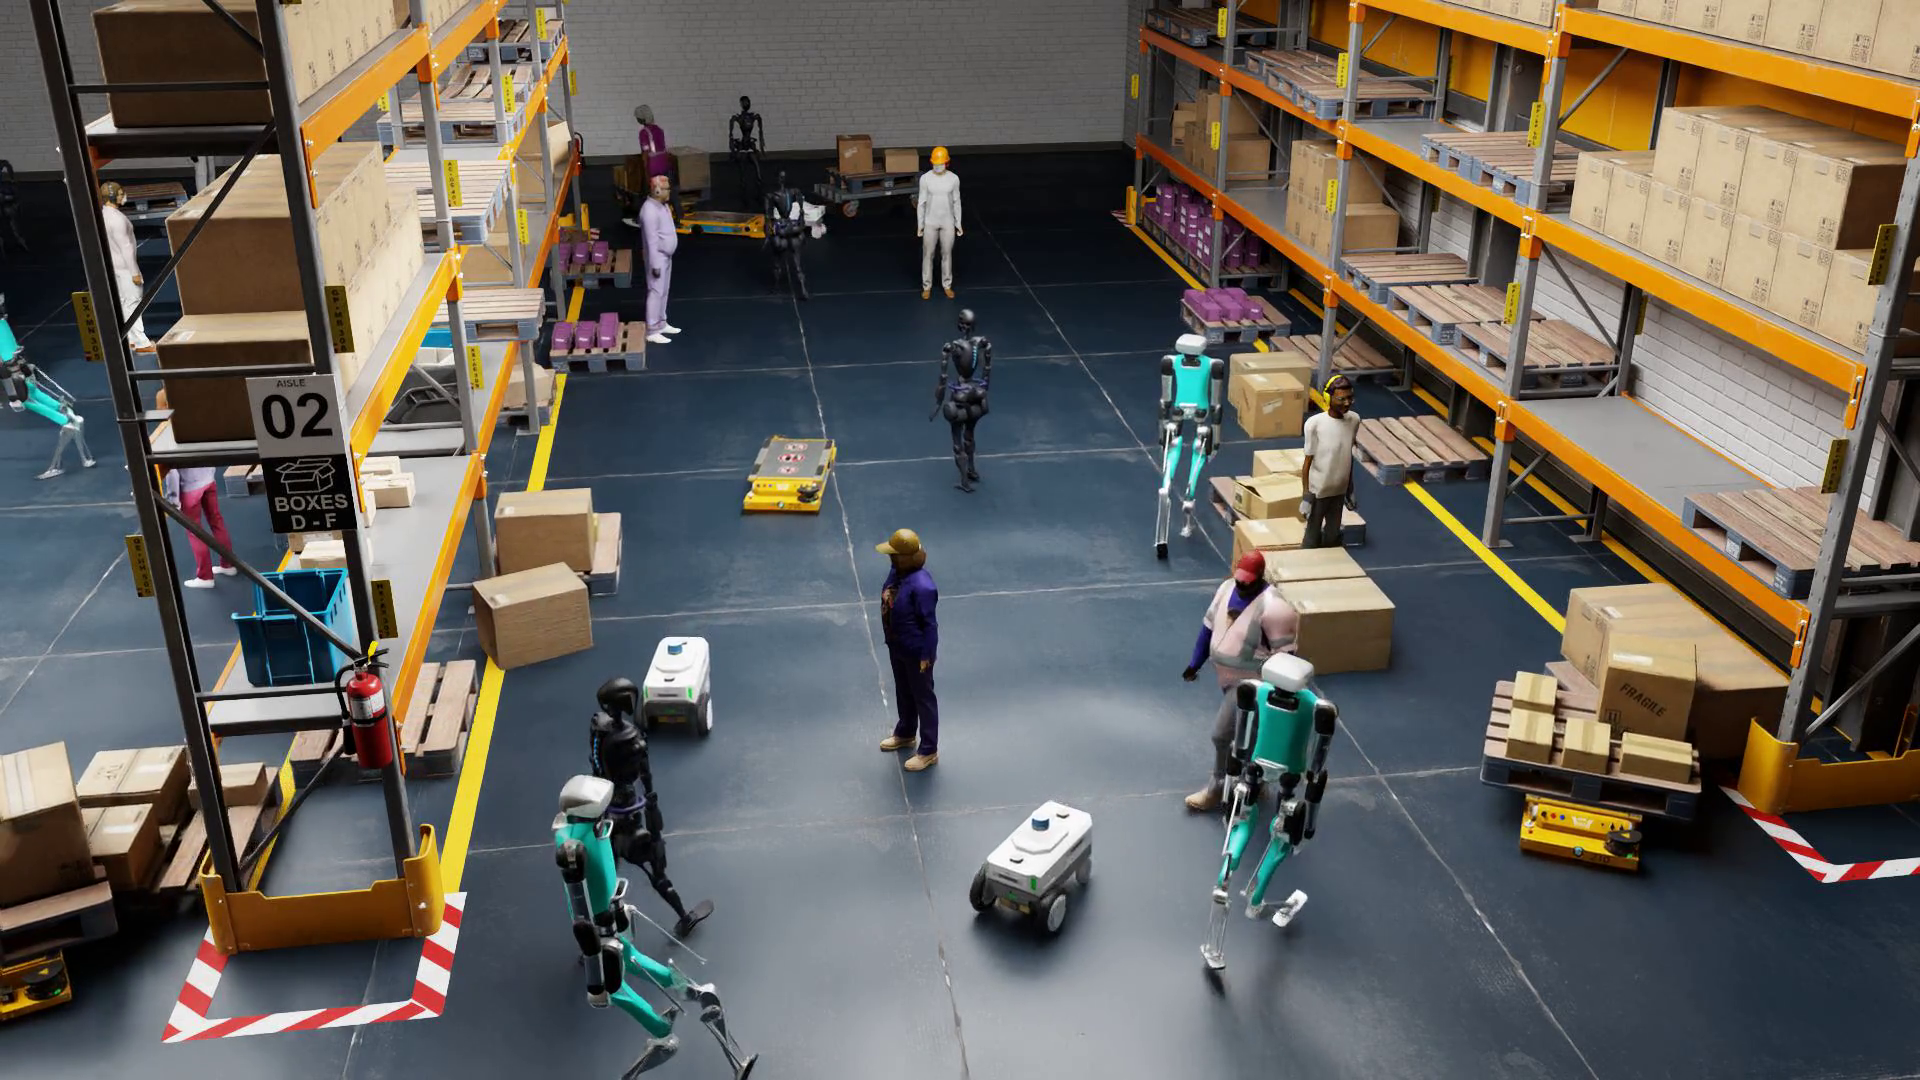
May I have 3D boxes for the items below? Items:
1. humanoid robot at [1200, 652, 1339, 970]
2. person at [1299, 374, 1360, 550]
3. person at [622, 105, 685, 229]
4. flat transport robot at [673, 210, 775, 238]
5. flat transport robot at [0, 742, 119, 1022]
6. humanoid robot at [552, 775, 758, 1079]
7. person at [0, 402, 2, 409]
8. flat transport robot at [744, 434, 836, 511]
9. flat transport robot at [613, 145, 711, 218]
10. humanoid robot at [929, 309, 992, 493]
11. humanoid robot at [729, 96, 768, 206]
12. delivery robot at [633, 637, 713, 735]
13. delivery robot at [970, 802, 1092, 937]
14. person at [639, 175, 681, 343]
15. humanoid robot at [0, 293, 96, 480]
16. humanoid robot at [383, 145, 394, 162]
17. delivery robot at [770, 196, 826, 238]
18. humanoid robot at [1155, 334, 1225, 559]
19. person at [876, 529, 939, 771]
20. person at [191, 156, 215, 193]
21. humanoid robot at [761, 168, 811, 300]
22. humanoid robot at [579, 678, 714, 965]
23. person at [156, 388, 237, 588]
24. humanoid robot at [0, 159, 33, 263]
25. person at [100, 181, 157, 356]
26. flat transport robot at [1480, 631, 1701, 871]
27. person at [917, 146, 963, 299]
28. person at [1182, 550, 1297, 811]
[{"bbox_3d":[1.523,1.474,8.513,0.540,1.735,1.059,14,27,29],"label":"humanoid robot"},{"bbox_3d":[2.766,-0.343,12.469,0.508,1.872,0.328,-12,27,-26],"label":"person"},{"bbox_3d":[-4.435,-5.372,24.025,0.967,1.790,0.598,13,27,26],"label":"person"},{"bbox_3d":[-3.397,-4.570,24.089,1.431,0.231,0.659,6,24,13],"label":"flat transport robot"},{"bbox_3d":[-5.178,2.109,8.873,0.659,0.231,1.431,-14,27,-28],"label":"flat transport robot"},{"bbox_3d":[-1.317,1.874,7.596,0.946,1.767,0.547,0,24,-1],"label":"humanoid robot"},{"bbox_3d":[-10.059,-2.241,16.692,0.488,1.953,0.417,-15,28,-31],"label":"person"},{"bbox_3d":[-1.524,-0.614,15.077,0.659,0.231,1.431,1,24,2],"label":"flat transport robot"},{"bbox_3d":[-4.536,-5.102,25.301,0.659,0.231,1.431,-13,27,-28],"label":"flat transport robot"},{"bbox_3d":[-0.006,-1.245,14.792,0.601,1.656,0.547,-15,28,-31],"label":"humanoid robot"},{"bbox_3d":[-3.255,-5.965,25.501,0.611,1.649,0.354,-12,26,-25],"label":"humanoid robot"},{"bbox_3d":[-1.896,0.951,11.149,0.499,0.589,0.790,0,24,0],"label":"delivery robot"},{"bbox_3d":[0.439,1.776,9.247,0.499,0.570,0.753,14,27,29],"label":"delivery robot"},{"bbox_3d":[-3.406,-3.213,18.990,0.396,1.896,0.658,2,24,6],"label":"person"},{"bbox_3d":[-8.259,-1.390,15.017,0.861,1.776,0.601,-4,24,-9],"label":"humanoid robot"},{"bbox_3d":[-7.526,-4.565,22.332,0.589,1.646,0.323,6,24,14],"label":"humanoid robot"},{"bbox_3d":[-2.337,-4.625,23.877,0.788,0.610,0.499,4,24,10],"label":"delivery robot"},{"bbox_3d":[1.786,-0.713,13.492,0.551,1.759,0.969,8,25,18],"label":"humanoid robot"},{"bbox_3d":[-0.332,0.676,10.448,0.343,1.621,0.464,-14,27,-29],"label":"person"},{"bbox_3d":[-11.520,-5.934,25.258,0.430,1.833,0.634,1,24,2],"label":"person"},{"bbox_3d":[-2.156,-3.793,20.633,0.597,1.634,0.788,-15,28,-30],"label":"humanoid robot"},{"bbox_3d":[-1.716,1.426,8.716,0.585,1.630,0.735,22,32,40],"label":"humanoid robot"},{"bbox_3d":[-5.960,-0.409,12.920,0.287,1.628,0.500,7,25,16],"label":"person"},{"bbox_3d":[-12.809,-4.495,22.199,0.660,1.637,0.600,17,29,33],"label":"humanoid robot"},{"bbox_3d":[-9.264,-3.019,18.481,0.373,1.939,0.629,-20,31,-38],"label":"person"},{"bbox_3d":[3.838,1.516,10.223,0.659,0.231,1.431,9,25,19],"label":"flat transport robot"},{"bbox_3d":[-0.249,-3.931,20.624,0.571,1.888,0.386,-3,24,-7],"label":"person"},{"bbox_3d":[1.630,0.844,9.947,0.626,1.725,0.575,-7,25,-16],"label":"person"}]
